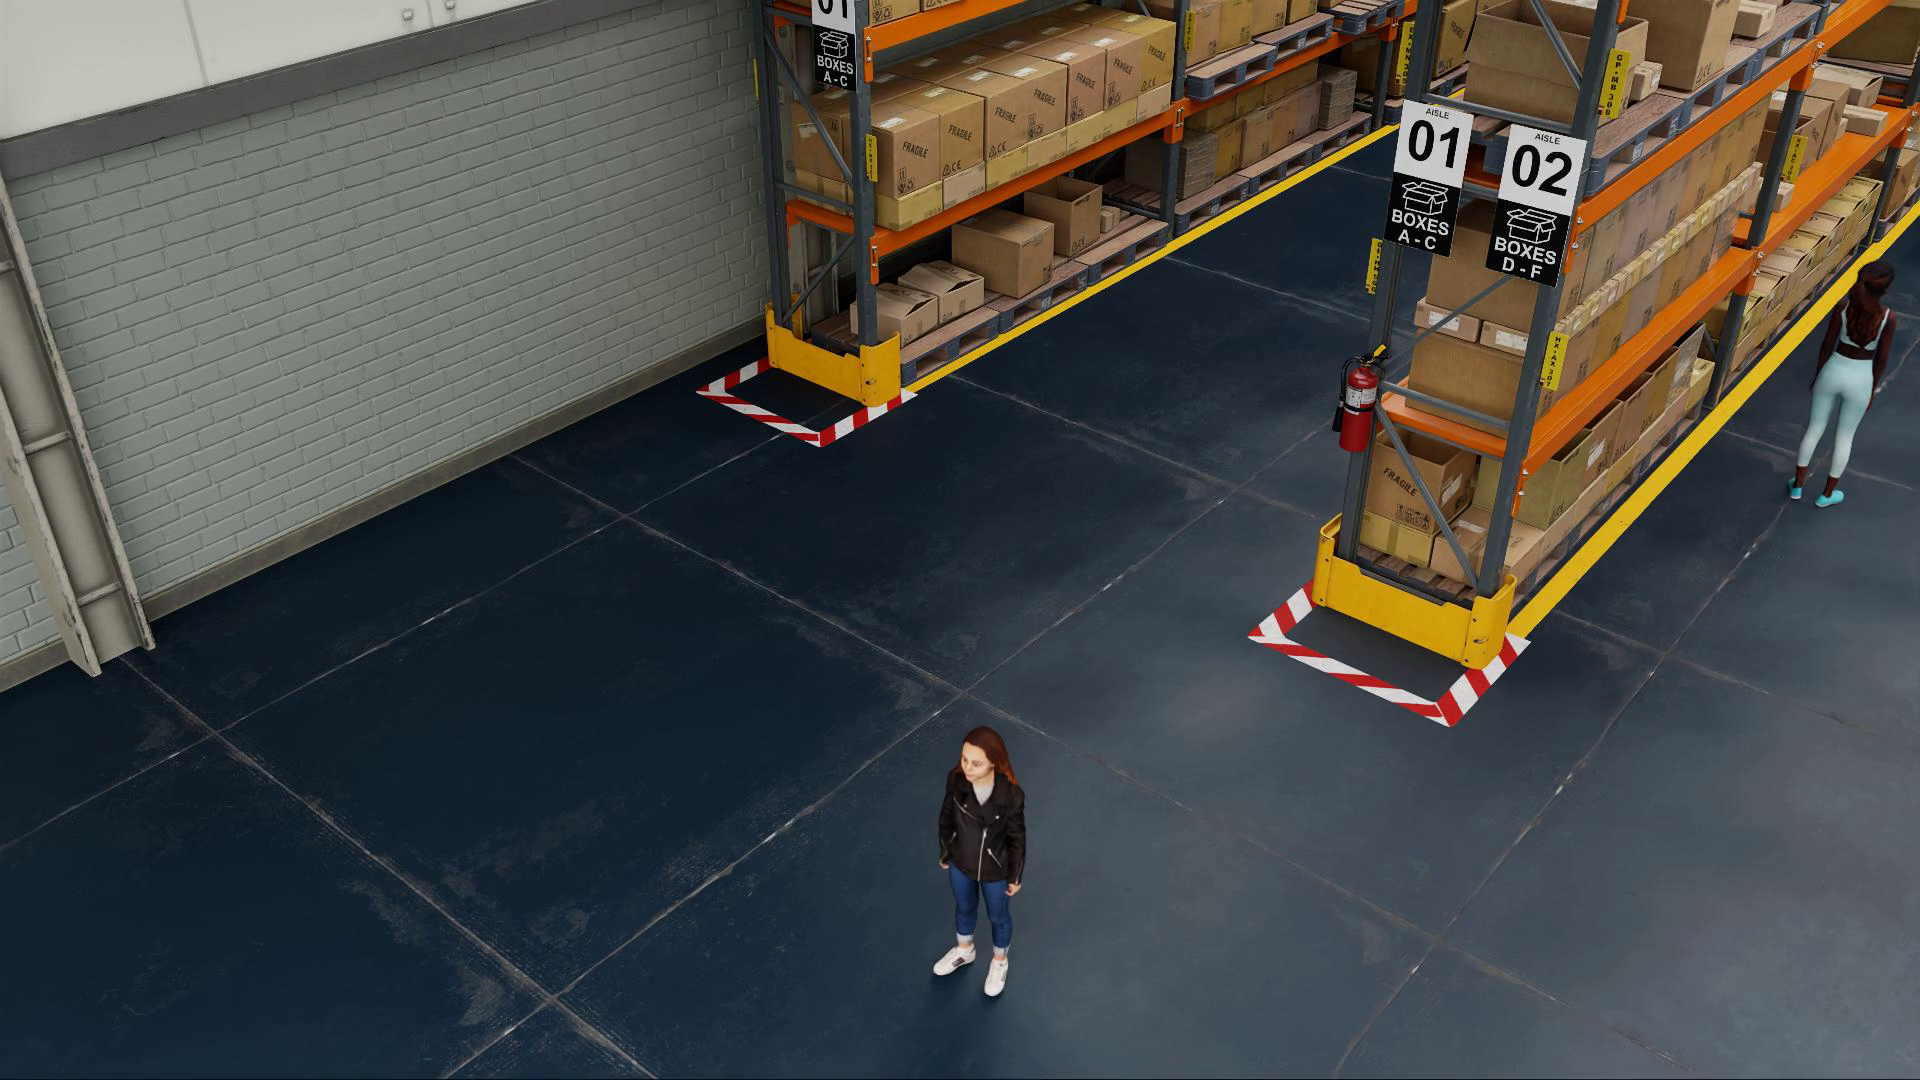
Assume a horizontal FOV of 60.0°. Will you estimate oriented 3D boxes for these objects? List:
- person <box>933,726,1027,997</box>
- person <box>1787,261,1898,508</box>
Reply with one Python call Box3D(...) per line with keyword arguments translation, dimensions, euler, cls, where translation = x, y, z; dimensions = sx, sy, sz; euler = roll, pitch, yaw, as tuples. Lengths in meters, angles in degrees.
Box3D(translation=(0.102, 1.427, 7.489), dimensions=(0.606, 1.483, 0.562), euler=(15, 36, 22), cls="person")
Box3D(translation=(5.870, -1.033, 11.049), dimensions=(0.562, 1.726, 0.521), euler=(23, 40, 31), cls="person")
